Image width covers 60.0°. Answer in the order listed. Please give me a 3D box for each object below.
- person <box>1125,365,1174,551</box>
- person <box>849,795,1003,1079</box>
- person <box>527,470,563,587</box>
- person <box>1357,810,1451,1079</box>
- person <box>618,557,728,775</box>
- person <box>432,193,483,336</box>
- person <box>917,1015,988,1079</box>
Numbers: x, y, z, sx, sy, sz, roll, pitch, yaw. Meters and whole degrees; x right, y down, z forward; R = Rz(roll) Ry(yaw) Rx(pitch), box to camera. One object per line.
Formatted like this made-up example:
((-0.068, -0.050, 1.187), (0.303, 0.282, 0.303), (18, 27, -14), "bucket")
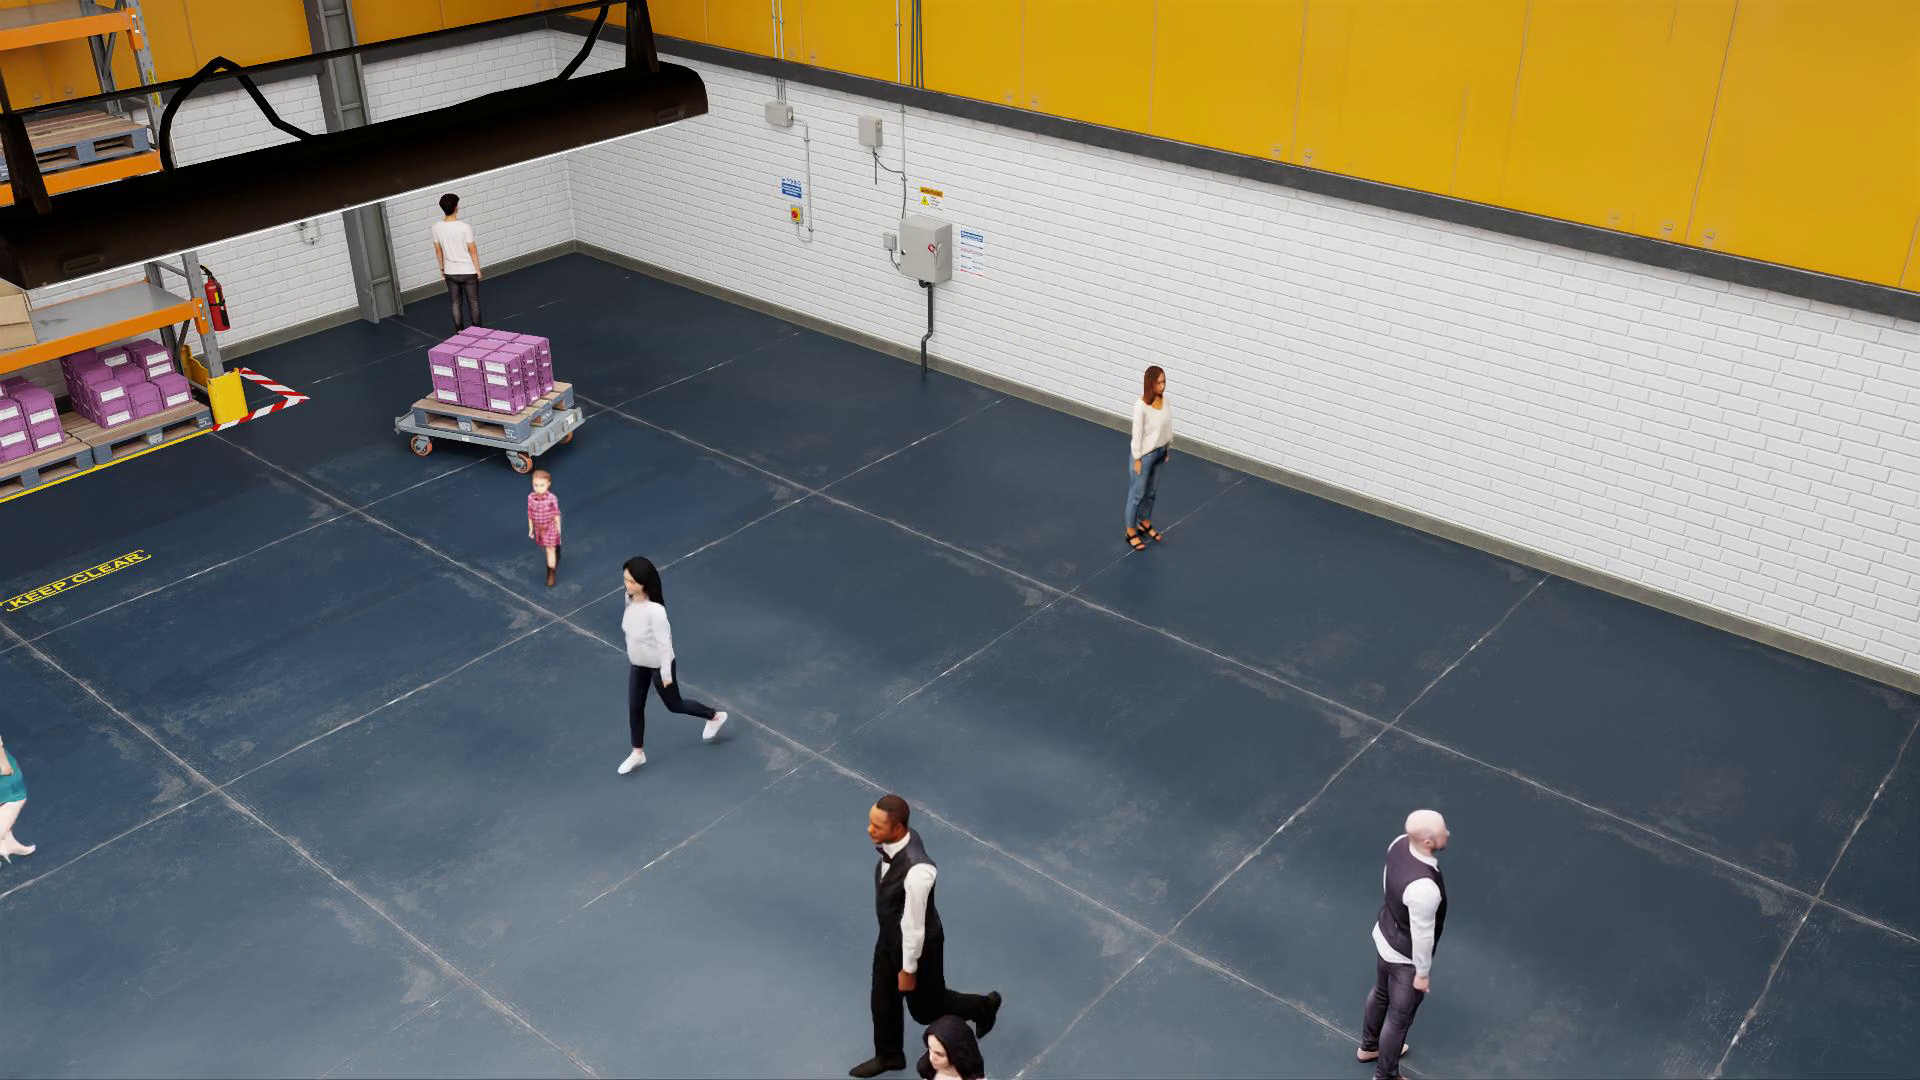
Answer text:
((1.640, -0.744, 14.486), (0.693, 1.682, 0.501), (25, 38, 38), "person")
((-0.177, 2.148, 8.973), (1.220, 1.885, 0.973), (-12, 31, -21), "person")
((-3.502, -0.144, 14.083), (0.631, 1.014, 0.742), (2, 29, 4), "person")
((2.396, 2.196, 8.949), (0.831, 1.824, 0.770), (-2, 29, -4), "person")
((-2.052, 0.827, 11.625), (1.106, 1.665, 0.733), (-23, 36, -35), "person")
((-5.624, -3.052, 18.676), (0.705, 1.722, 0.729), (2, 29, 4), "person")
((0.052, 2.889, 7.768), (0.673, 1.737, 1.102), (24, 37, 37), "person")
